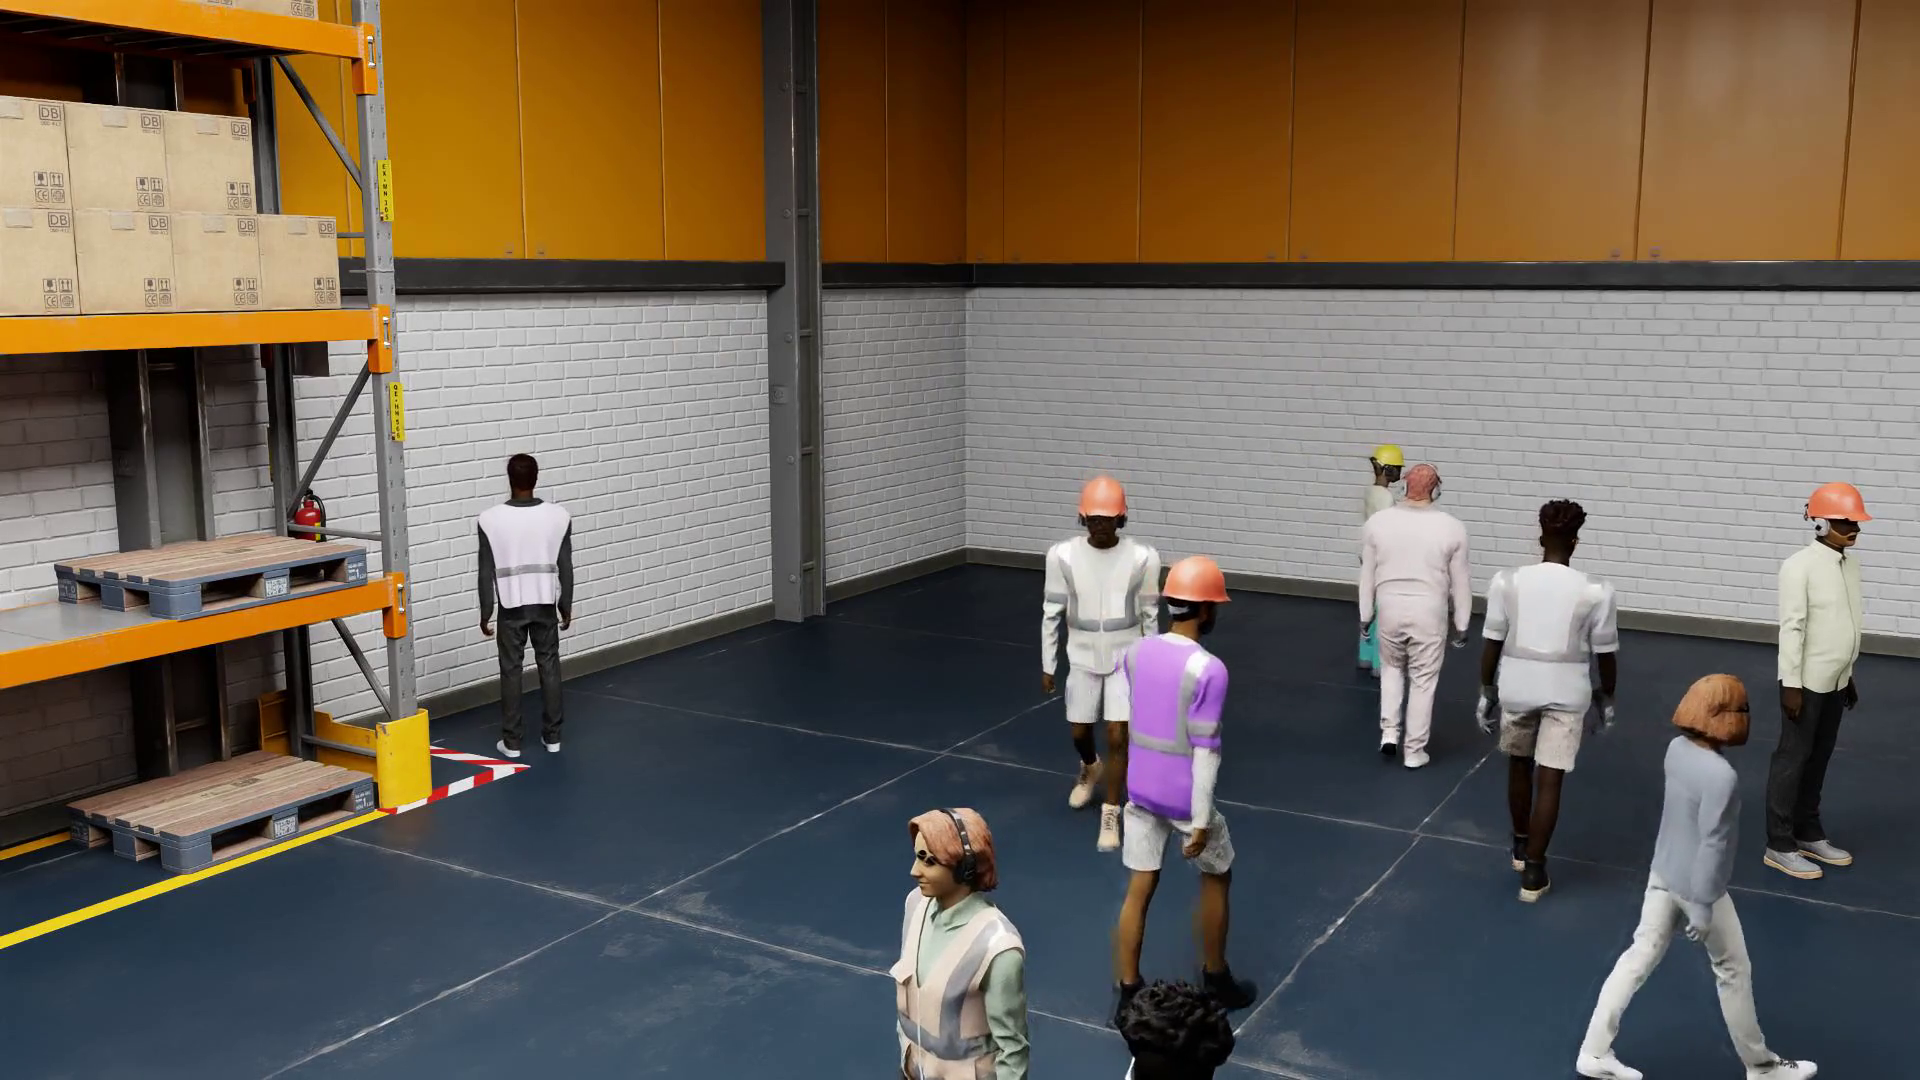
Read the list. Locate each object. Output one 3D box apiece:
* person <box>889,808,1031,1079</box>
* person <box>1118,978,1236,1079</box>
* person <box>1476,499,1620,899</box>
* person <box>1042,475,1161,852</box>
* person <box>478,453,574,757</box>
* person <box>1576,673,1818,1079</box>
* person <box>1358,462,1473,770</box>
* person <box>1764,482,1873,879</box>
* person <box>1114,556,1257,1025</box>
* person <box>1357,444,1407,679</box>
[{"bbox_3d":[-0.004,1.506,4.468,0.311,1.638,0.523,-6,11,-34],"label":"person"},{"bbox_3d":[0.408,1.667,3.300,0.529,1.692,0.321,4,10,23],"label":"person"},{"bbox_3d":[2.931,0.753,8.257,0.629,1.927,0.847,5,11,30],"label":"person"},{"bbox_3d":[0.768,0.612,8.969,0.625,2.006,0.836,2,9,10],"label":"person"},{"bbox_3d":[-2.717,0.413,10.464,0.592,1.913,0.390,-5,10,-26],"label":"person"},{"bbox_3d":[2.722,1.266,6.130,0.870,1.584,0.507,0,9,-2],"label":"person"},{"bbox_3d":[2.798,0.463,10.201,0.669,1.887,0.449,5,10,28],"label":"person"},{"bbox_3d":[4.352,0.695,8.425,0.608,1.995,0.377,-7,11,-35],"label":"person"},{"bbox_3d":[0.924,1.011,6.760,0.777,1.905,0.548,-8,12,-41],"label":"person"},{"bbox_3d":[3.177,0.157,12.527,0.336,1.761,0.545,0,9,1],"label":"person"}]
